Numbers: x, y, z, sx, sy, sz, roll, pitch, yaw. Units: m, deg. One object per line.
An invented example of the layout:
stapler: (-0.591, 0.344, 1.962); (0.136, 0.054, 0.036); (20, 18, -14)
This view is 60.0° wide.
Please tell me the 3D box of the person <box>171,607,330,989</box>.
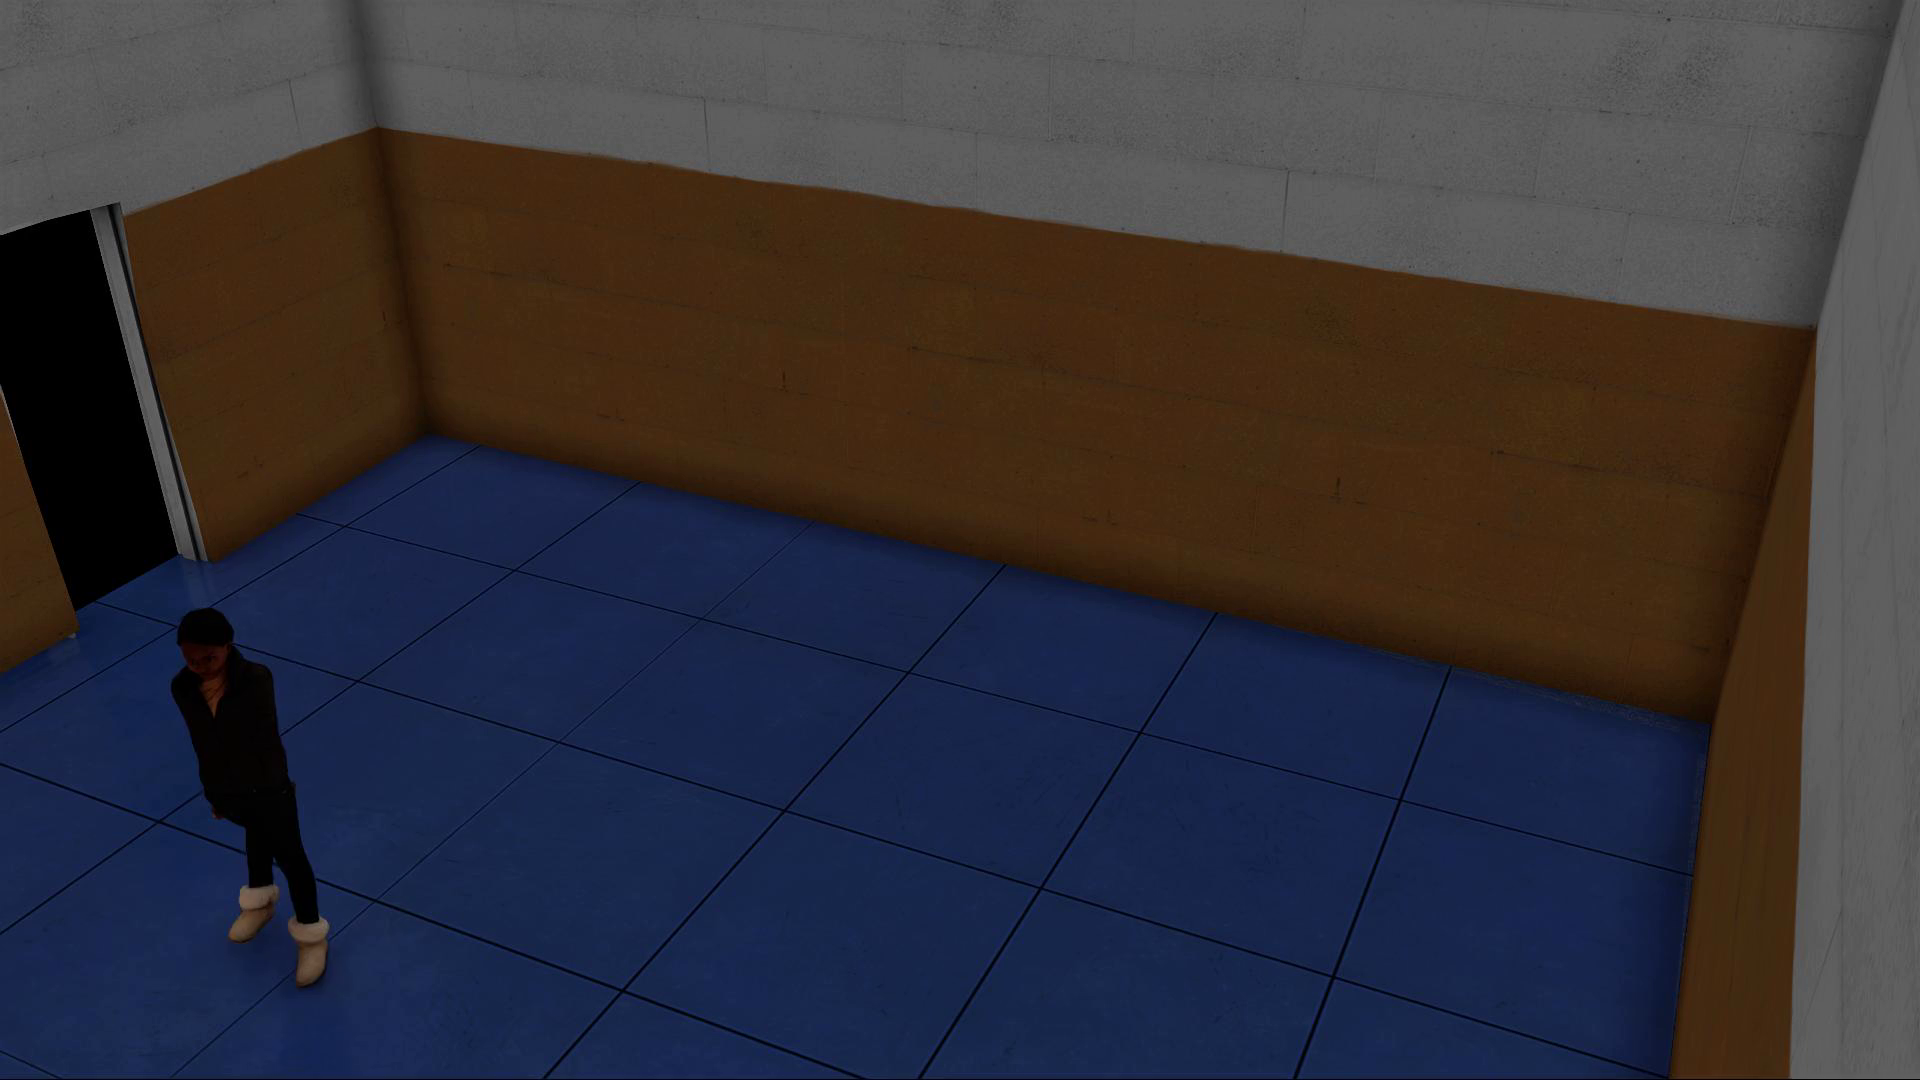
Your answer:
person: (-2.902, 1.065, 6.702); (0.842, 1.655, 0.855); (22, 36, 35)
